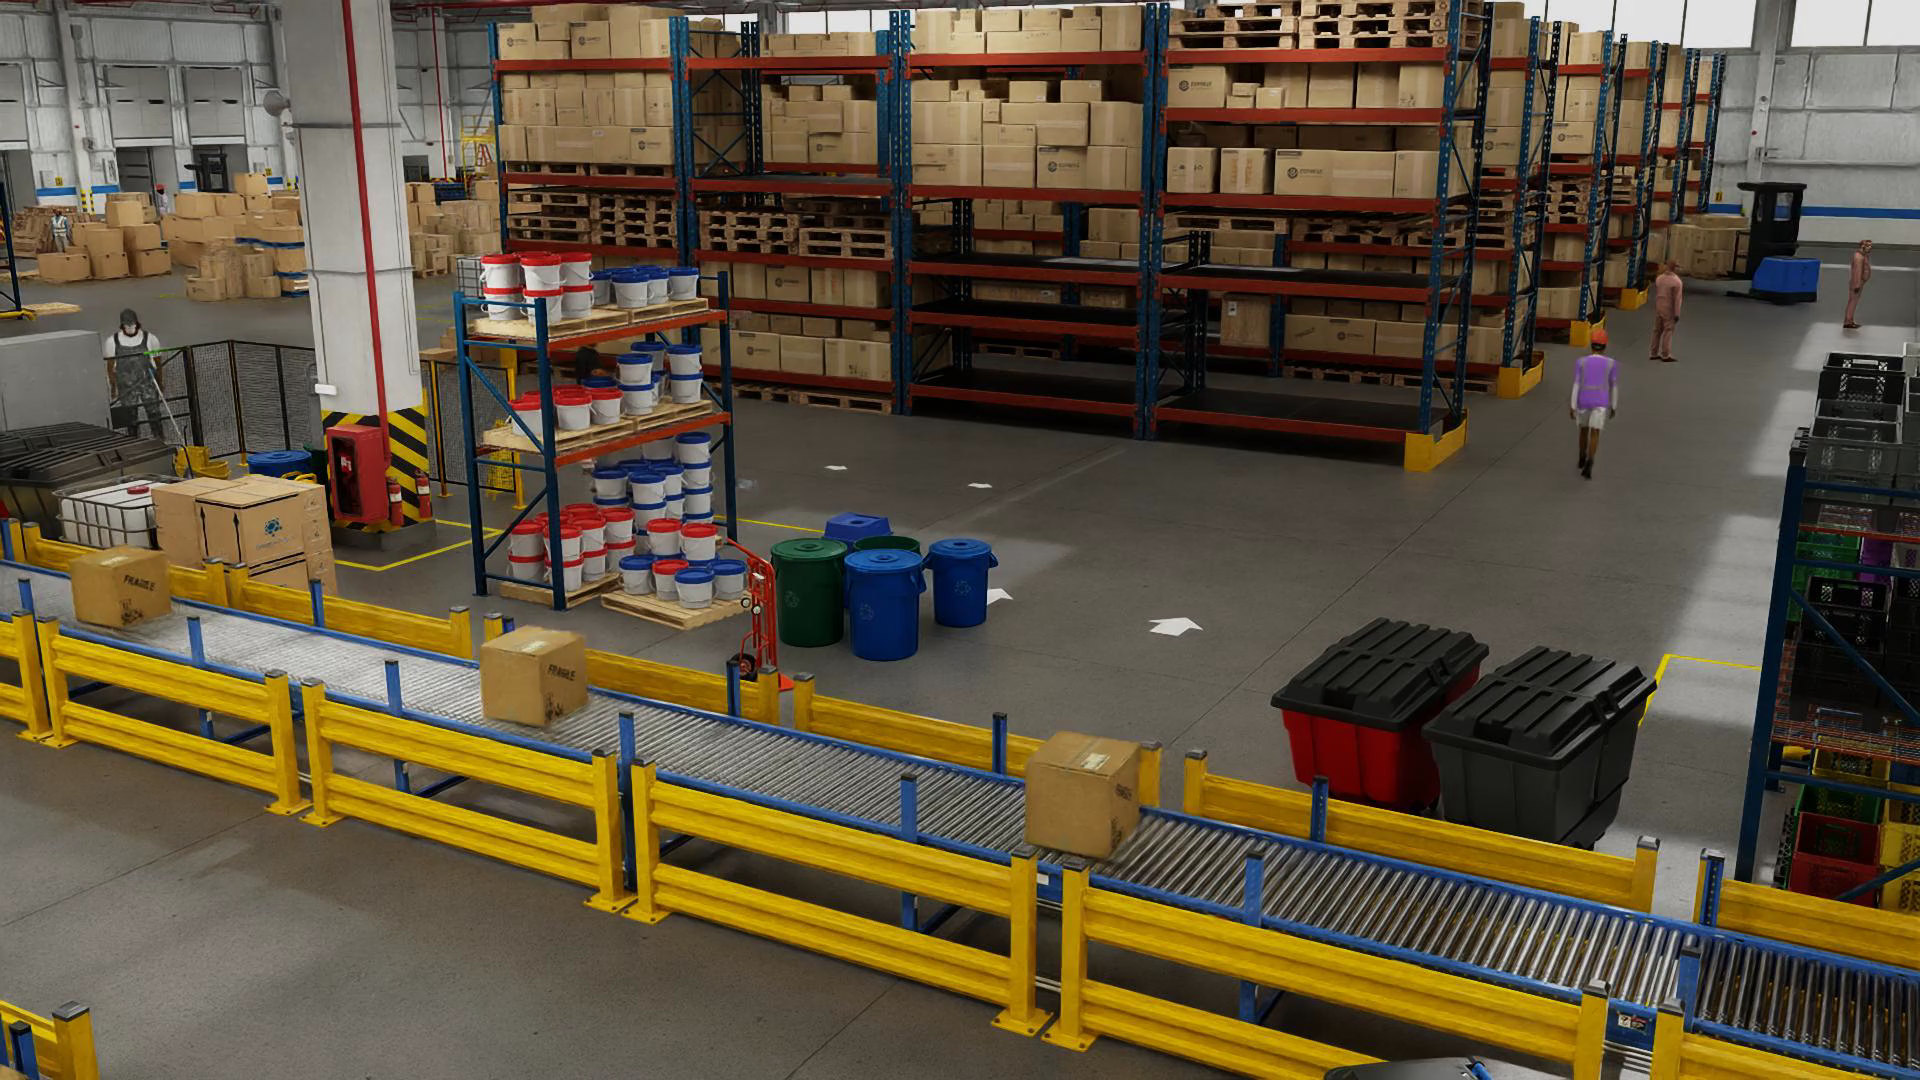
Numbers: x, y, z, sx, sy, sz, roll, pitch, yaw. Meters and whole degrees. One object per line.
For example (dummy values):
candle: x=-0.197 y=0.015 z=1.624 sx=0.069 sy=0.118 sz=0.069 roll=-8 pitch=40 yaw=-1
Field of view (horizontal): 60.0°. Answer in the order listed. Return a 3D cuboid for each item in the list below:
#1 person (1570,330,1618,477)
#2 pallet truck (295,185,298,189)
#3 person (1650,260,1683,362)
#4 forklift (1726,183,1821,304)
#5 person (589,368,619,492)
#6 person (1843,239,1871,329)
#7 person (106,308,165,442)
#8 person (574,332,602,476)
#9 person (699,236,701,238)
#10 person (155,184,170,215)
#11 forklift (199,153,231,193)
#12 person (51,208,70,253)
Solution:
person: x=8.274 y=-1.780 z=21.722 sx=0.559 sy=1.902 sz=0.973 roll=6 pitch=16 yaw=22
pallet truck: x=-26.804 y=-14.617 z=69.738 sx=1.885 sy=1.965 sz=0.823 roll=-14 pitch=20 yaw=-42
person: x=13.245 y=-4.282 z=31.084 sx=0.400 sy=1.902 sz=0.642 roll=-5 pitch=16 yaw=-18
forklift: x=19.733 y=-7.173 z=40.064 sx=1.129 sy=2.768 sz=1.873 roll=-4 pitch=15 yaw=-14
person: x=-4.368 y=-1.311 z=20.469 sx=0.739 sy=1.610 sz=0.508 roll=11 pitch=19 yaw=36
person: x=19.241 y=-5.479 z=35.592 sx=0.397 sy=1.900 sz=0.644 roll=9 pitch=17 yaw=30
person: x=-11.347 y=-2.186 z=22.926 sx=0.681 sy=2.000 sz=0.536 roll=-6 pitch=16 yaw=-20
person: x=-4.810 y=-1.848 z=21.741 sx=0.387 sy=1.992 sz=0.626 roll=2 pitch=15 yaw=7
person: x=-6.131 y=-6.466 z=39.785 sx=0.514 sy=1.640 sz=0.310 roll=2 pitch=15 yaw=6
person: x=-27.493 y=-11.309 z=57.422 sx=0.374 sy=1.933 sz=0.550 roll=-9 pitch=18 yaw=-32
forklift: x=-27.440 y=-12.865 z=61.464 sx=1.873 sy=2.768 sz=1.129 roll=8 pitch=17 yaw=28
person: x=-26.788 y=-9.062 z=49.544 sx=0.525 sy=1.639 sz=0.307 roll=1 pitch=15 yaw=3
